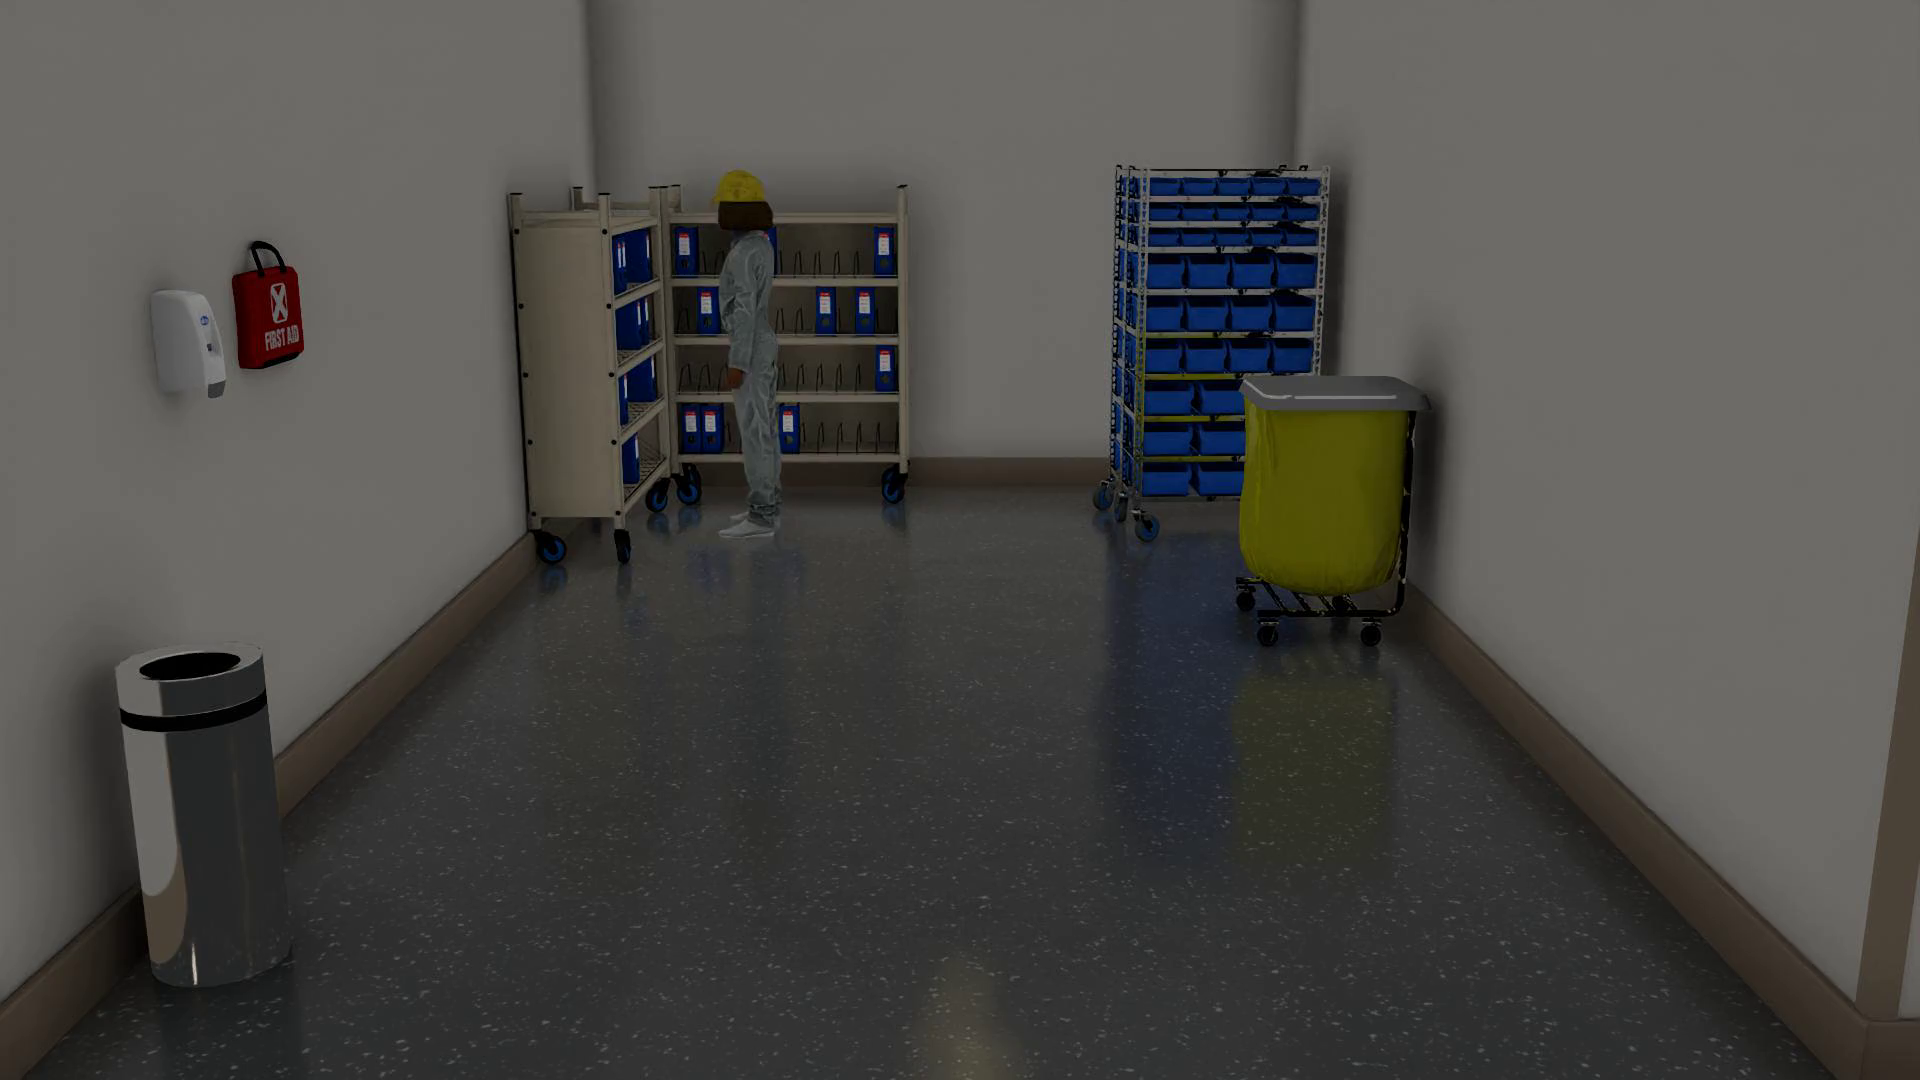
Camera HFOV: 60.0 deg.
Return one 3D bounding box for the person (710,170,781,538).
[{"bbox_3d":[-1.035,-0.880,7.975,0.309,1.742,0.493,1,13,3],"label":"person"}]
